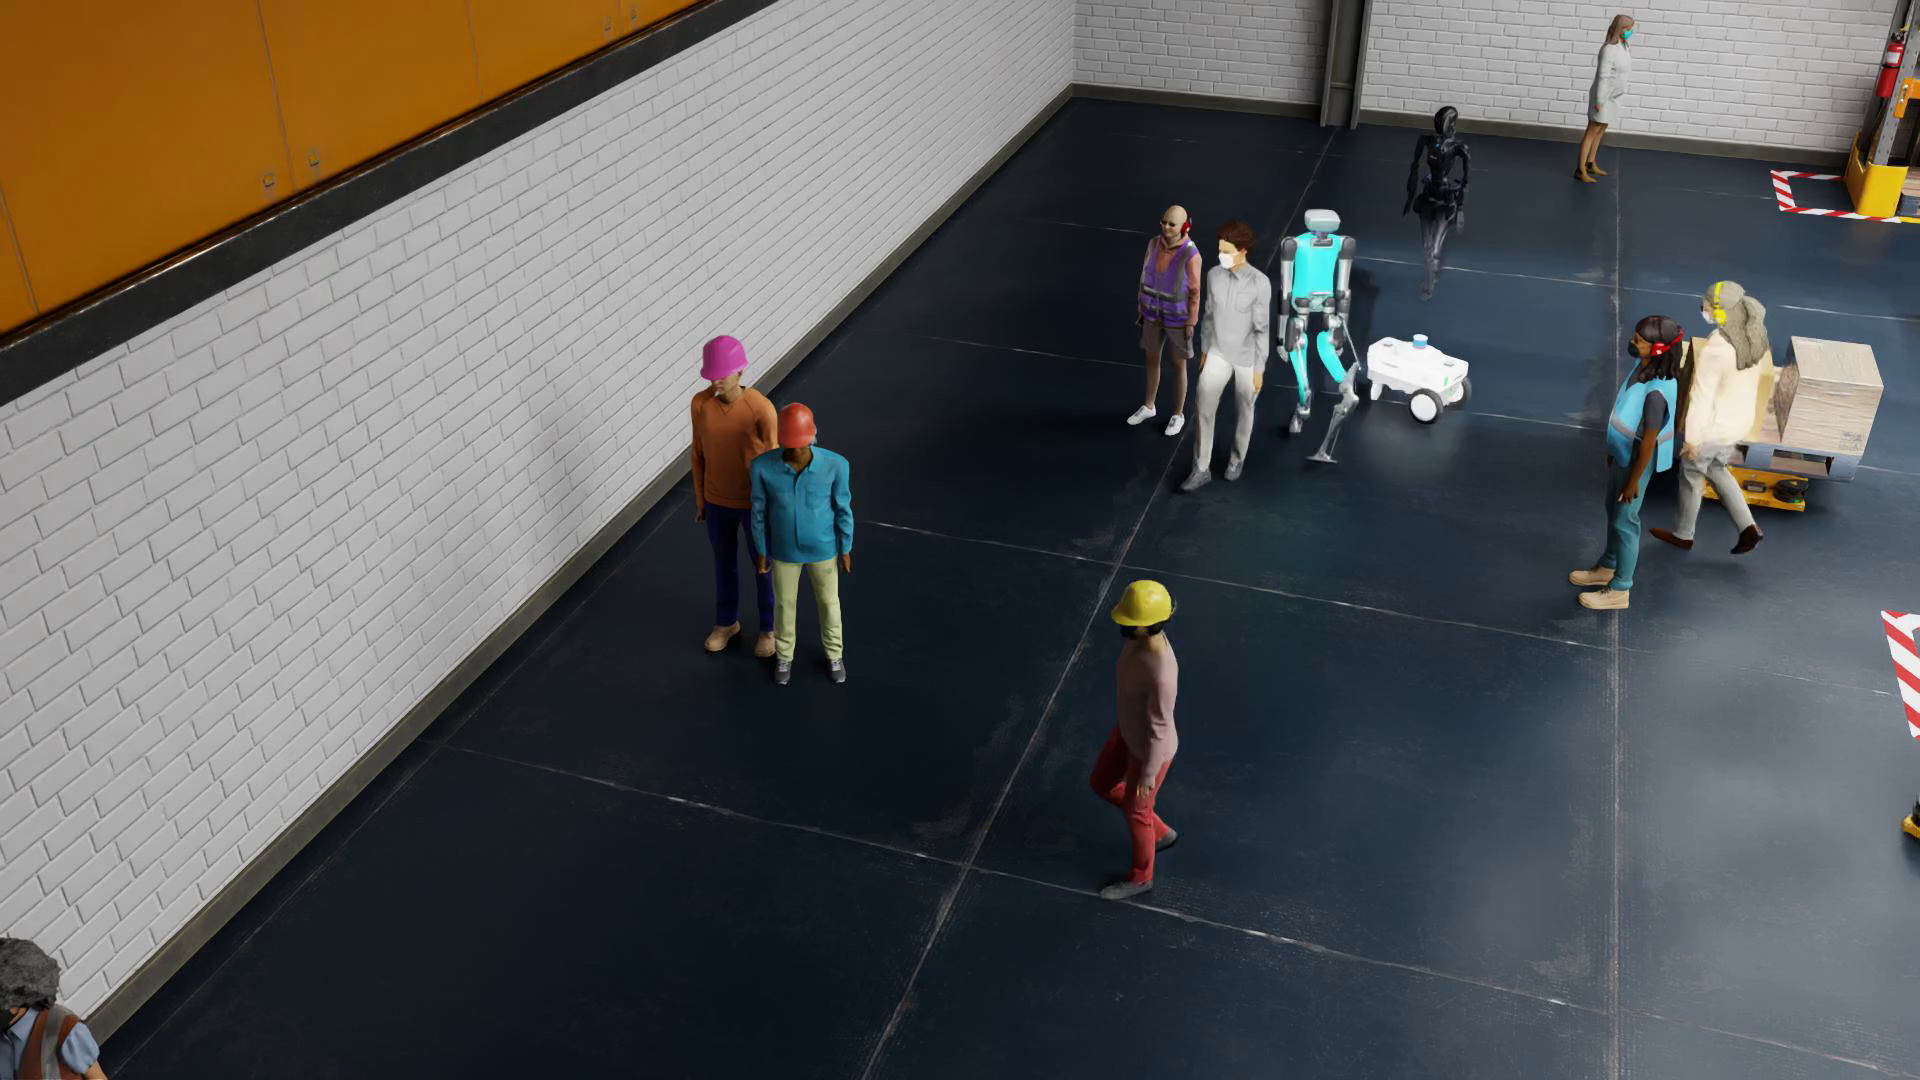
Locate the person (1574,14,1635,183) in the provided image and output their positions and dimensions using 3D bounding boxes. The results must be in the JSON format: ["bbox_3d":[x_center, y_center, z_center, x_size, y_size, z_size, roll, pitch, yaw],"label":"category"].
[{"bbox_3d":[6.566,-4.478,16.866,0.337,1.660,0.496,23,38,34],"label":"person"}]

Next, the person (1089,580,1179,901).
[{"bbox_3d":[0.806,0.922,7.592,0.384,1.750,0.538,-6,31,-10],"label":"person"}]

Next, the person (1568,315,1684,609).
[{"bbox_3d":[3.981,-0.456,9.838,0.390,1.860,0.506,5,31,9],"label":"person"}]

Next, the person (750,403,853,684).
[{"bbox_3d":[-0.861,0.033,9.116,0.561,1.742,0.357,-1,30,-1],"label":"person"}]

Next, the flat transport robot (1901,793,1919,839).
[{"bbox_3d":[5.406,1.555,7.980,0.659,0.231,1.431,-23,37,-34],"label":"flat transport robot"}]

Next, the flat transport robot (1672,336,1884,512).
[{"bbox_3d":[5.544,-0.640,11.714,0.659,0.231,1.431,10,32,16],"label":"flat transport robot"}]

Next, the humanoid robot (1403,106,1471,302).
[{"bbox_3d":[4.040,-2.875,14.132,0.600,1.639,0.599,-25,39,-36],"label":"humanoid robot"}]

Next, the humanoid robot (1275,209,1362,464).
[{"bbox_3d":[2.503,-1.311,11.443,0.550,1.731,1.019,-4,31,-7],"label":"humanoid robot"}]

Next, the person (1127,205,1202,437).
[{"bbox_3d":[1.488,-1.576,11.899,0.483,1.694,0.345,22,37,32],"label":"person"}]

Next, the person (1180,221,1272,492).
[{"bbox_3d":[1.788,-1.187,11.058,0.565,1.870,0.777,17,34,26],"label":"person"}]

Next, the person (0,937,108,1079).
[{"bbox_3d":[-3.117,2.040,5.750,0.441,1.689,0.308,-1,30,-1],"label":"person"}]

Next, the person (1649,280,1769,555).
[{"bbox_3d":[4.729,-0.689,10.249,0.600,1.850,0.633,-18,35,-28],"label":"person"}]

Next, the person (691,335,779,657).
[{"bbox_3d":[-1.253,-0.235,9.335,0.516,1.982,0.388,7,31,12],"label":"person"}]

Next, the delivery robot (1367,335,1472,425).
[{"bbox_3d":[3.436,-1.224,12.443,0.784,0.613,0.501,26,39,37],"label":"delivery robot"}]
